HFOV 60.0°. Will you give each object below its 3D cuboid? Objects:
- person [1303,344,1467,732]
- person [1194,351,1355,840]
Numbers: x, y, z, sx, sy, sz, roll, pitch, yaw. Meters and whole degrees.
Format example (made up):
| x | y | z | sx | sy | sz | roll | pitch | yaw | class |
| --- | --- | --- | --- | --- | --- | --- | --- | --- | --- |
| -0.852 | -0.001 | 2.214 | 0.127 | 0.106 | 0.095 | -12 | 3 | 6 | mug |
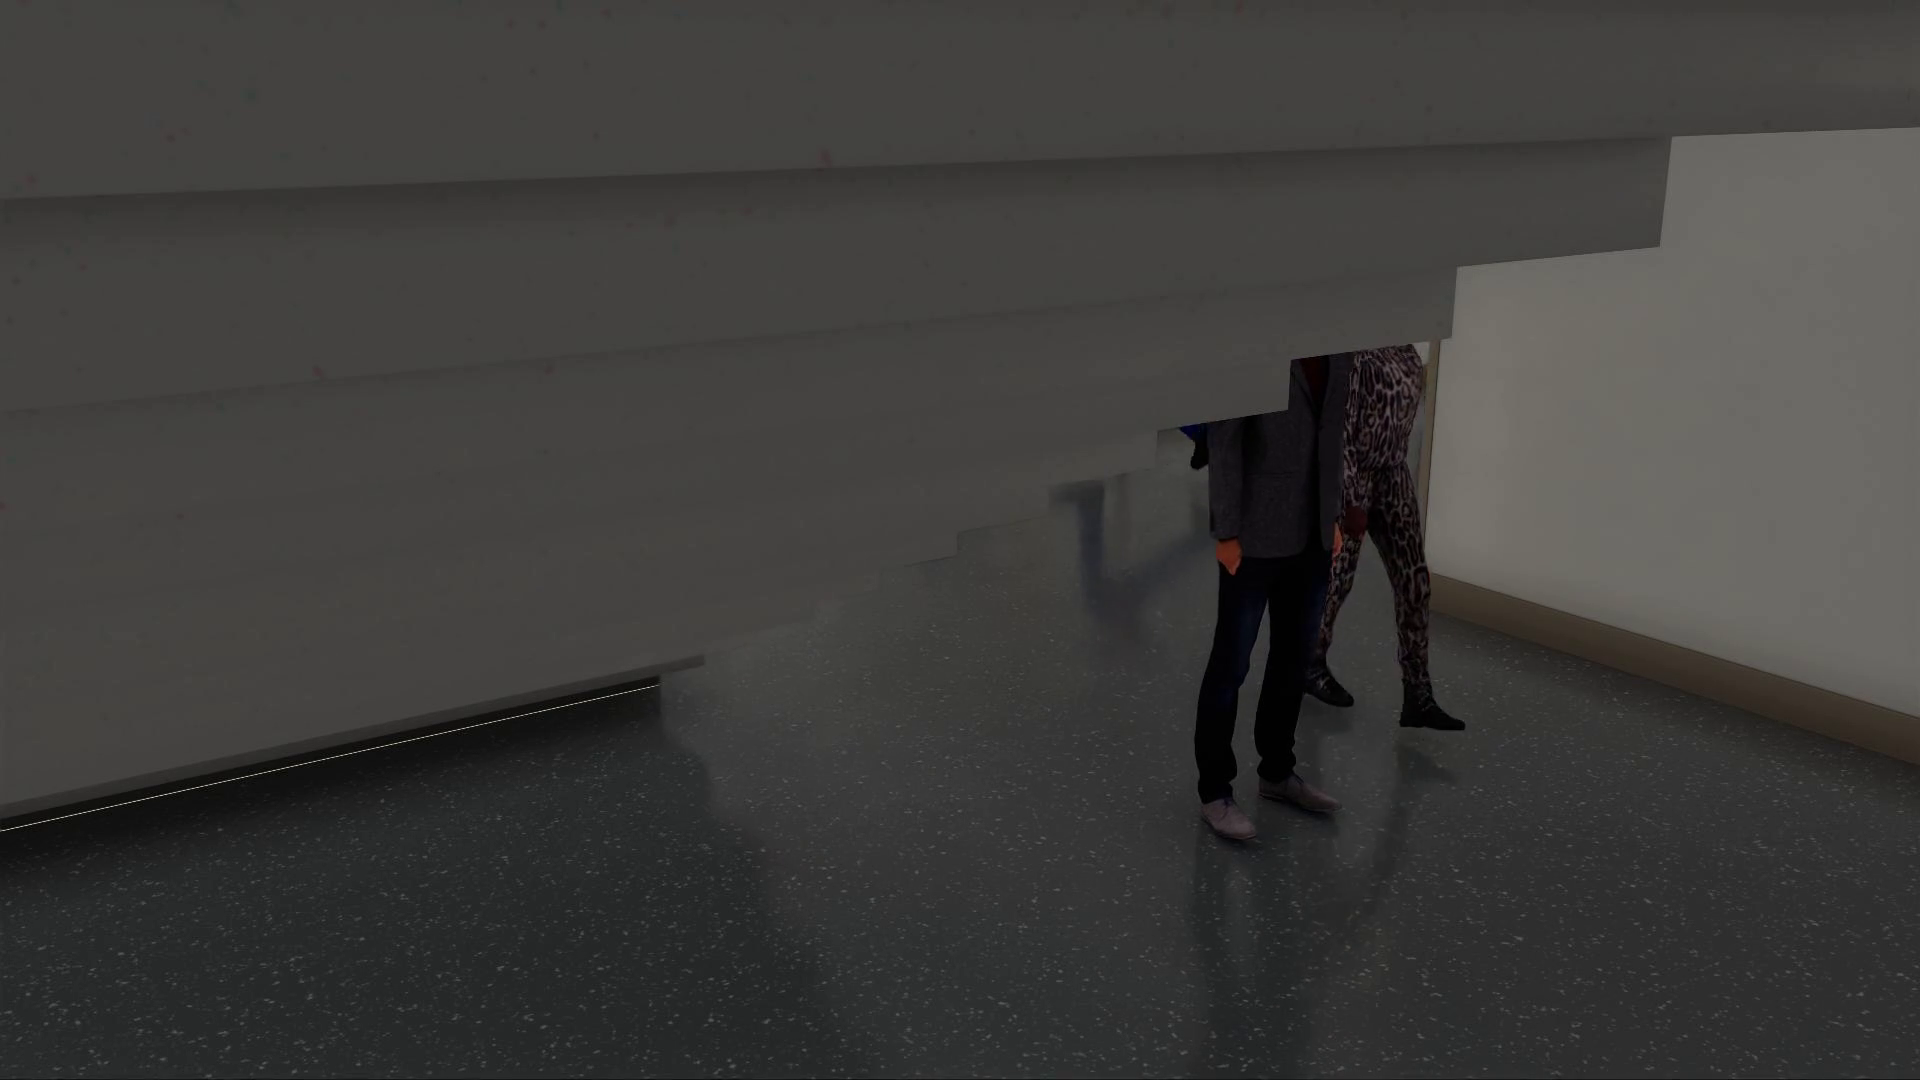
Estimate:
| x | y | z | sx | sy | sz | roll | pitch | yaw | class |
| --- | --- | --- | --- | --- | --- | --- | --- | --- | --- |
| 1.367 | -0.181 | 5.911 | 0.592 | 1.684 | 0.943 | -10 | 19 | -32 | person |
| 0.960 | -0.038 | 5.060 | 0.692 | 1.872 | 0.620 | -9 | 18 | -29 | person |
